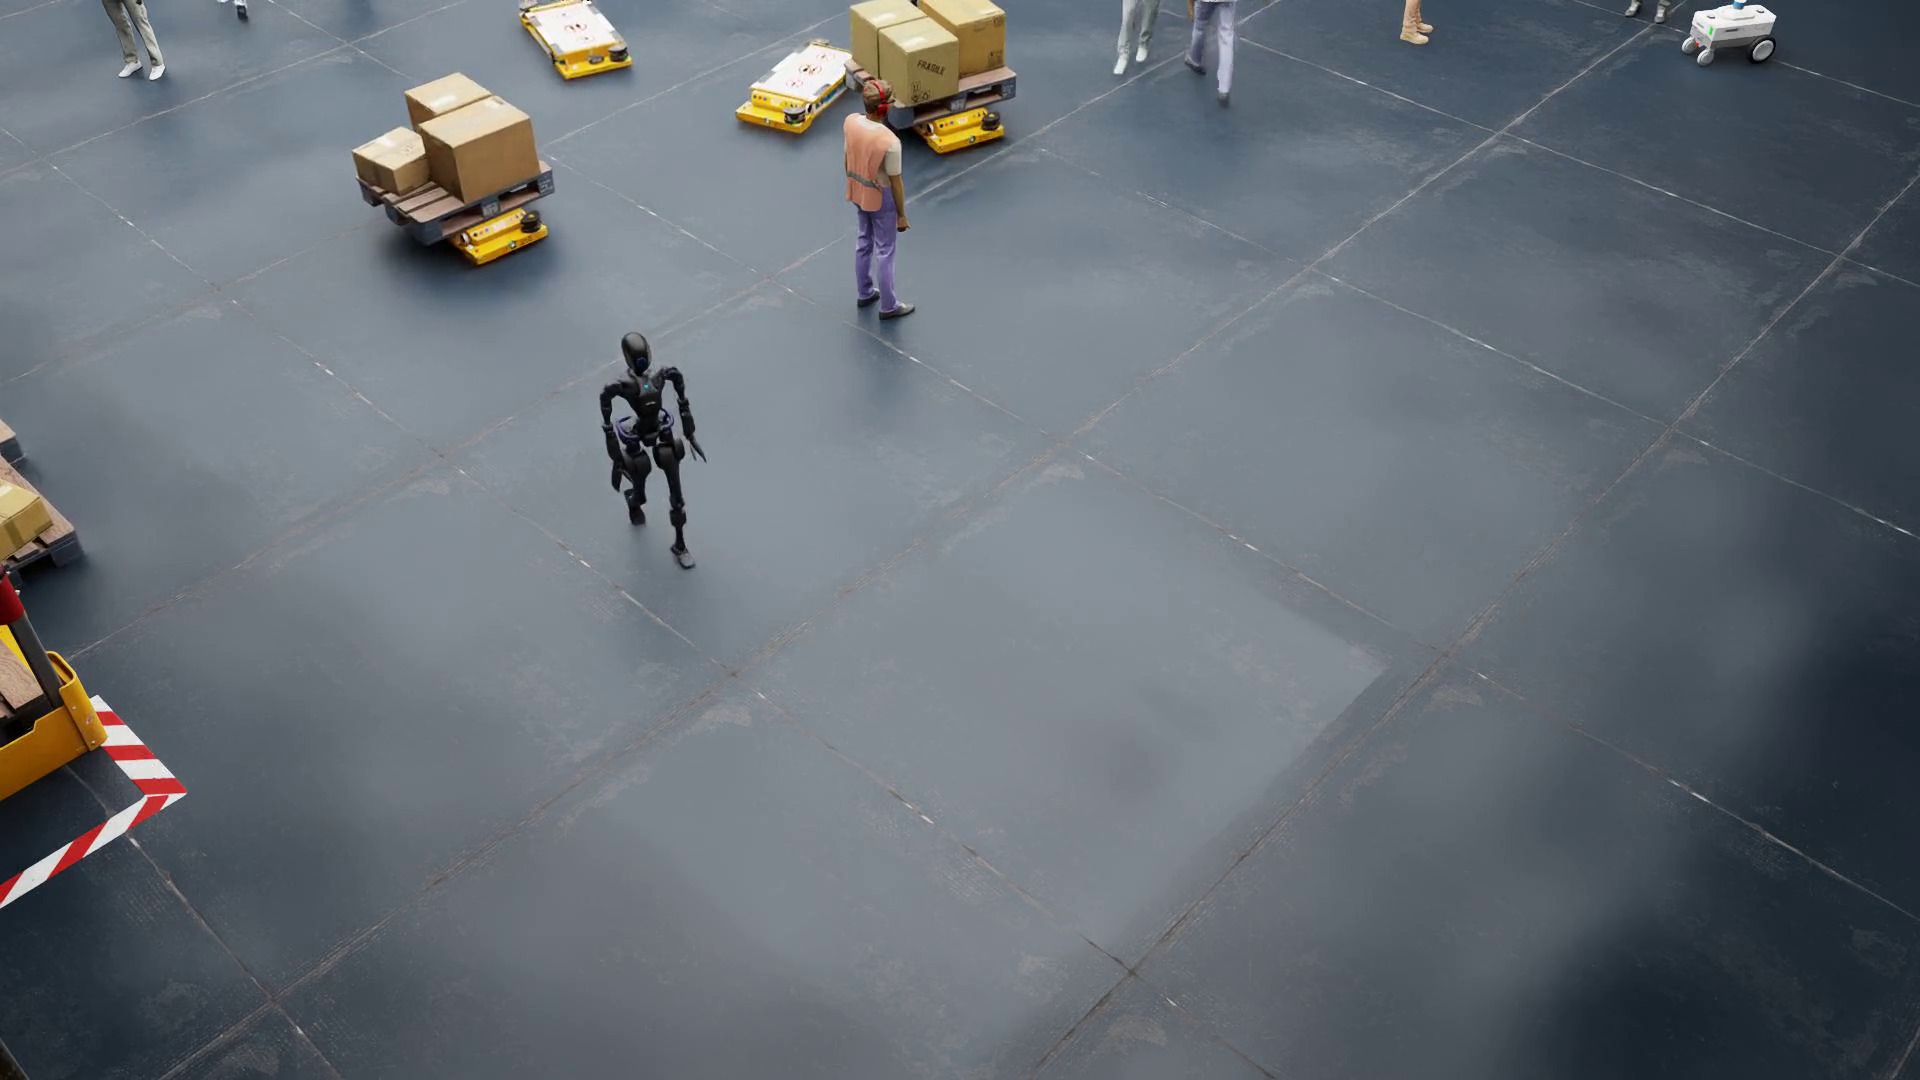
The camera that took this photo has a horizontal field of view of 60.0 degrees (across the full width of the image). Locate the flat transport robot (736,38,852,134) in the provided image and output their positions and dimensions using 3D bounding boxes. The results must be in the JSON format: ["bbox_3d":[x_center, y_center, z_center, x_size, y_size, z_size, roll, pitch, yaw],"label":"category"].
[{"bbox_3d":[-1.392,-4.146,15.134,0.659,0.231,1.431,18,45,19],"label":"flat transport robot"}]

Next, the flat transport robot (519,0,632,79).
[{"bbox_3d":[-3.689,-4.824,15.888,0.659,0.231,1.431,-20,46,-21],"label":"flat transport robot"}]

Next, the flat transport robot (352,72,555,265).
[{"bbox_3d":[-4.037,-2.697,13.524,0.659,0.231,1.431,-33,51,-31],"label":"flat transport robot"}]

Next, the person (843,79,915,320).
[{"bbox_3d":[-0.616,-2.456,12.077,0.378,1.844,0.565,-31,51,-30],"label":"person"}]

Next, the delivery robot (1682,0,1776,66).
[{"bbox_3d":[7.270,-4.792,15.653,0.815,0.614,0.499,-9,43,-10],"label":"delivery robot"}]

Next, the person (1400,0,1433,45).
[{"bbox_3d":[4.424,-5.550,15.592,0.306,1.741,0.497,16,44,17],"label":"person"}]

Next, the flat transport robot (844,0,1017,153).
[{"bbox_3d":[-0.255,-3.907,14.868,0.659,0.231,1.431,-21,46,-22],"label":"flat transport robot"}]

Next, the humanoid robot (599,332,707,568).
[{"bbox_3d":[-1.908,-0.620,10.187,0.601,1.639,0.719,-21,46,-21],"label":"humanoid robot"}]

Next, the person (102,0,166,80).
[{"bbox_3d":[-7.611,-4.966,15.019,0.523,1.639,0.305,8,43,9],"label":"person"}]

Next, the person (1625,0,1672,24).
[{"bbox_3d":[6.795,-5.898,15.915,0.570,1.832,0.398,18,45,19],"label":"person"}]

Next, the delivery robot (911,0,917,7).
[{"bbox_3d":[-0.082,-5.312,16.199,0.747,0.572,0.499,-10,43,-11],"label":"delivery robot"}]

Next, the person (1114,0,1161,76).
[{"bbox_3d":[1.682,-5.079,15.102,0.524,1.687,0.780,8,43,9],"label":"person"}]

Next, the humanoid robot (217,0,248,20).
[{"bbox_3d":[-7.250,-5.906,16.003,0.552,1.757,0.975,-22,46,-23],"label":"humanoid robot"}]

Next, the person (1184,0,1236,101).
[{"bbox_3d":[2.267,-4.865,14.804,0.600,1.775,0.987,-6,42,-6],"label":"person"}]
